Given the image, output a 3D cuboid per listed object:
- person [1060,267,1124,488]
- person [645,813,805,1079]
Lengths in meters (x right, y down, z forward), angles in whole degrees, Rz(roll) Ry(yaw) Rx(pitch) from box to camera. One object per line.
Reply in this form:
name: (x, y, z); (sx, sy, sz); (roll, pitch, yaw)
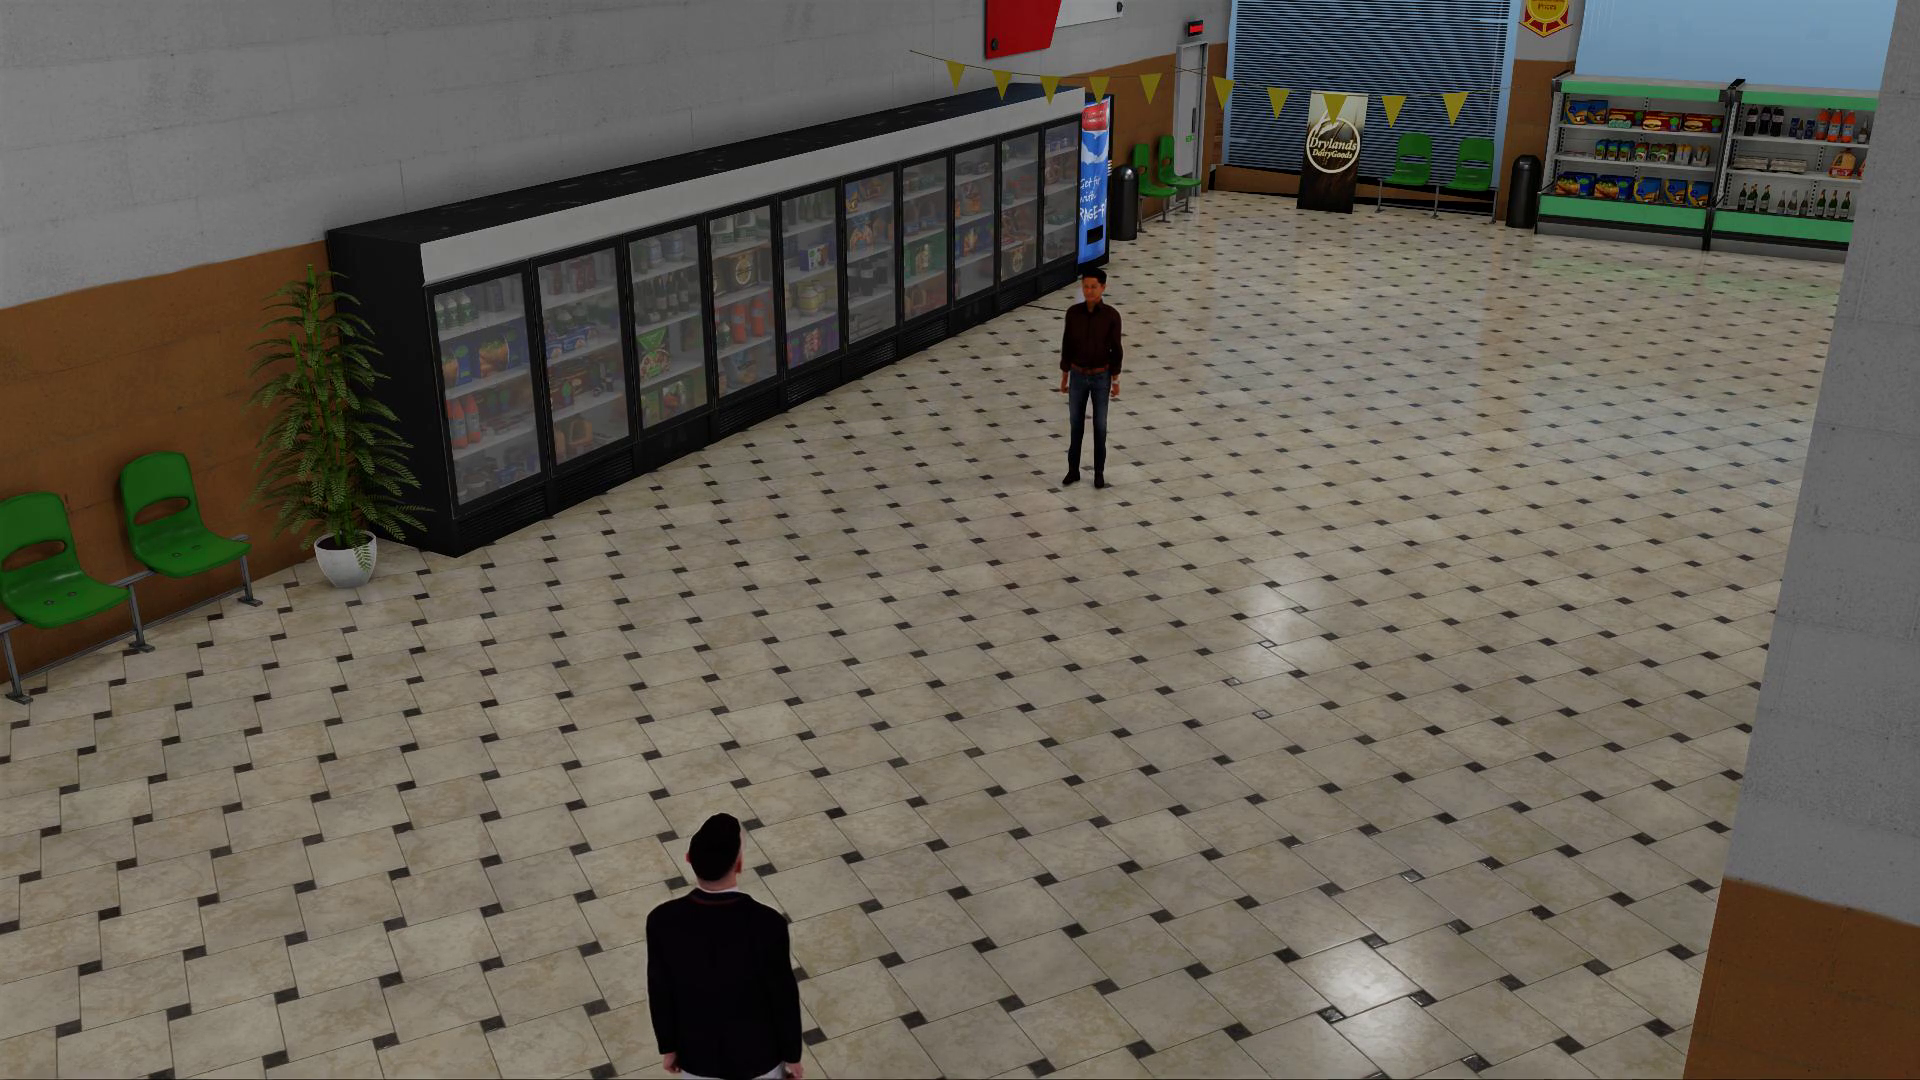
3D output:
person: (1.039, -1.300, 13.262); (0.558, 1.782, 0.756); (6, 23, 14)
person: (-0.778, 1.742, 5.608); (0.633, 1.844, 0.790); (3, 22, 7)
